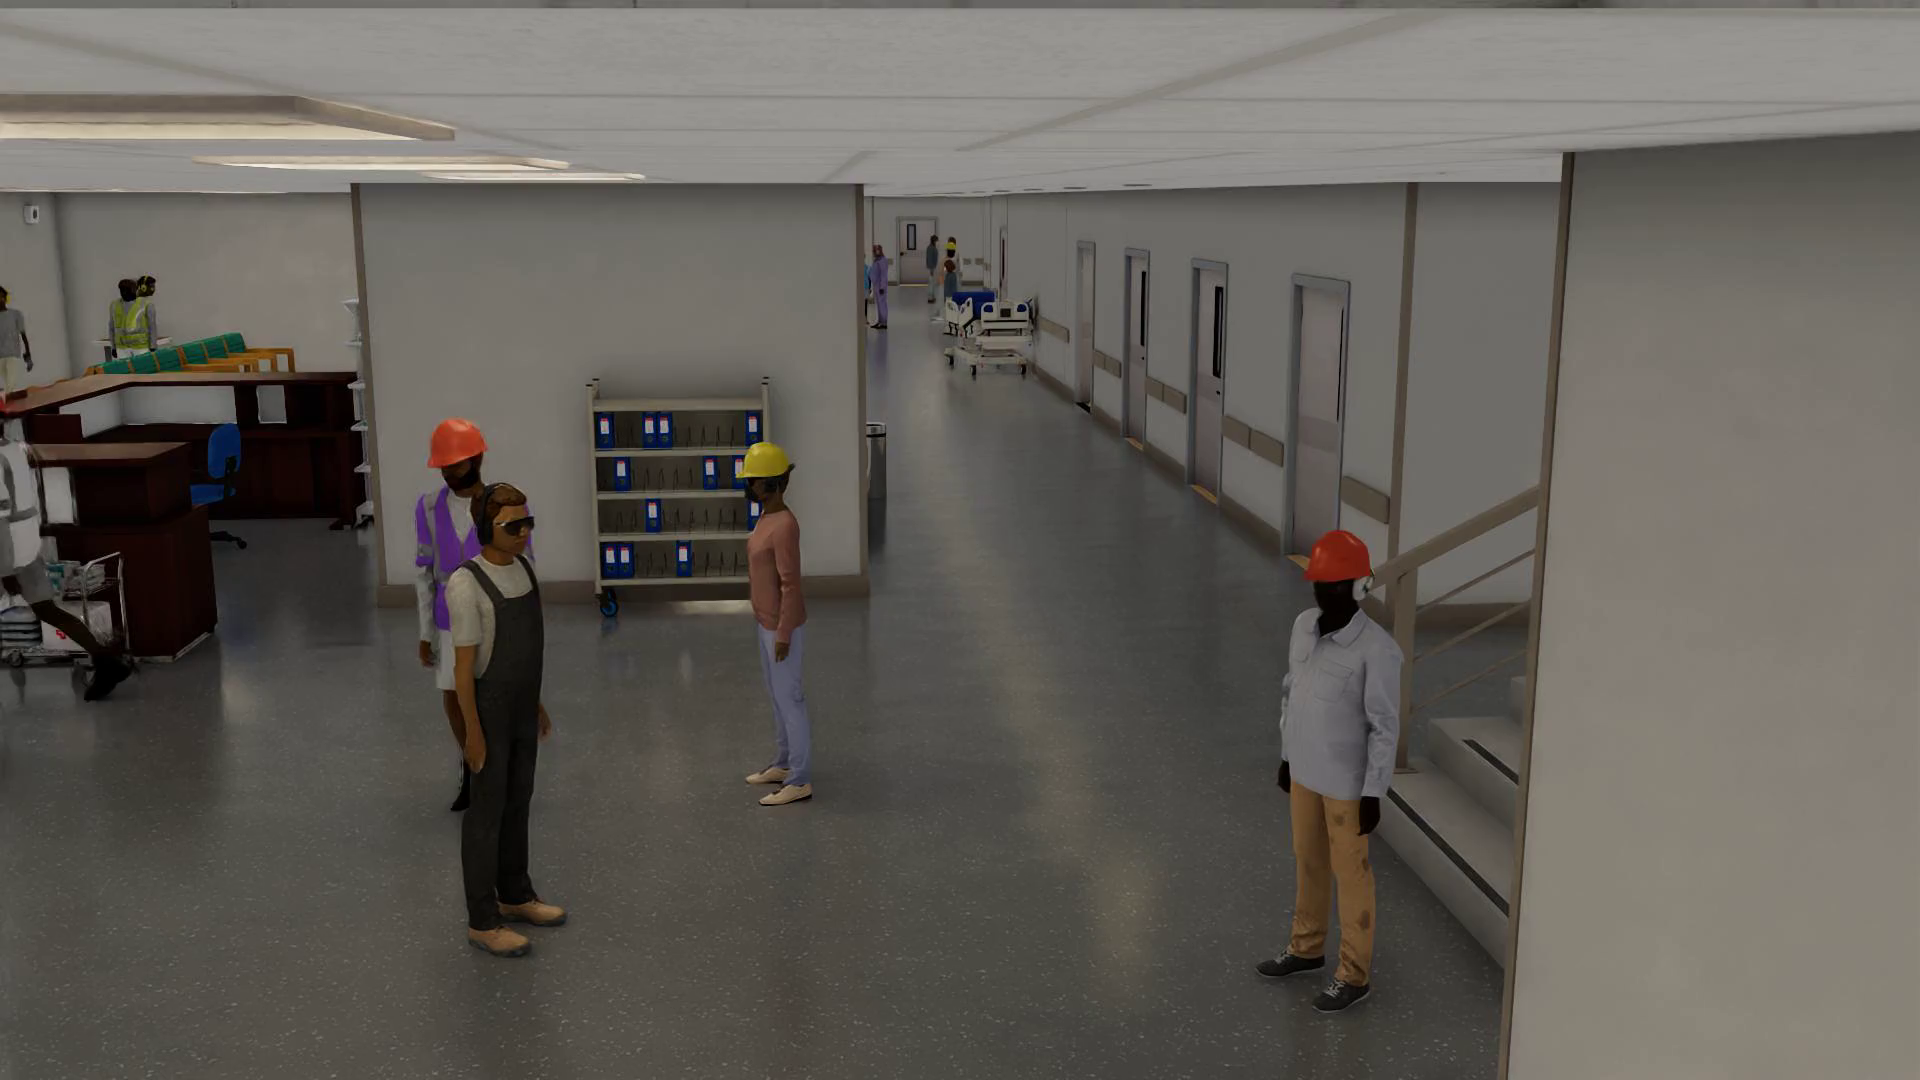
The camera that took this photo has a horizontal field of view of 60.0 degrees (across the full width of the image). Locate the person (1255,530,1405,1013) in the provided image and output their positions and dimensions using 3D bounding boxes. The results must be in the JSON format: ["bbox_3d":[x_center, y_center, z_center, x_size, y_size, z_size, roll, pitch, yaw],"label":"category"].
[{"bbox_3d":[1.336,0.823,6.036,0.325,1.753,0.572,-6,13,-26],"label":"person"}]

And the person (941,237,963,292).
[{"bbox_3d":[-0.221,-7.555,46.710,0.634,1.886,0.889,2,12,11],"label":"person"}]

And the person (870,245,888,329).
[{"bbox_3d":[-1.846,-5.766,37.888,0.400,1.902,0.643,-3,12,-13],"label":"person"}]

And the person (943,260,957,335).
[{"bbox_3d":[-0.213,-5.255,36.067,0.281,1.624,0.493,-6,13,-26],"label":"person"}]

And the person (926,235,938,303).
[{"bbox_3d":[-0.773,-7.694,47.248,0.386,1.928,0.641,2,12,8],"label":"person"}]

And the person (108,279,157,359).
[{"bbox_3d":[-11.346,-2.653,22.816,0.633,1.842,0.429,0,12,-2],"label":"person"}]

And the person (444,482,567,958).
[{"bbox_3d":[-1.776,0.684,6.494,0.339,1.845,0.507,4,12,18],"label":"person"}]

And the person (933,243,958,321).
[{"bbox_3d":[-0.220,-6.237,40.249,0.989,1.875,0.611,5,13,23],"label":"person"}]

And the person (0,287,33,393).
[{"bbox_3d":[-12.322,-2.367,21.478,0.548,1.820,1.002,-2,12,-10],"label":"person"}]

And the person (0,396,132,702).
[{"bbox_3d":[-5.371,0.053,9.522,1.004,1.891,0.537,-2,12,-7],"label":"person"}]

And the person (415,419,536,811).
[{"bbox_3d":[-2.240,0.384,7.821,0.599,1.937,0.513,1,12,5],"label":"person"}]

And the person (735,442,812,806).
[{"bbox_3d":[-0.911,0.404,8.067,0.324,1.767,0.533,-3,12,-17],"label":"person"}]
